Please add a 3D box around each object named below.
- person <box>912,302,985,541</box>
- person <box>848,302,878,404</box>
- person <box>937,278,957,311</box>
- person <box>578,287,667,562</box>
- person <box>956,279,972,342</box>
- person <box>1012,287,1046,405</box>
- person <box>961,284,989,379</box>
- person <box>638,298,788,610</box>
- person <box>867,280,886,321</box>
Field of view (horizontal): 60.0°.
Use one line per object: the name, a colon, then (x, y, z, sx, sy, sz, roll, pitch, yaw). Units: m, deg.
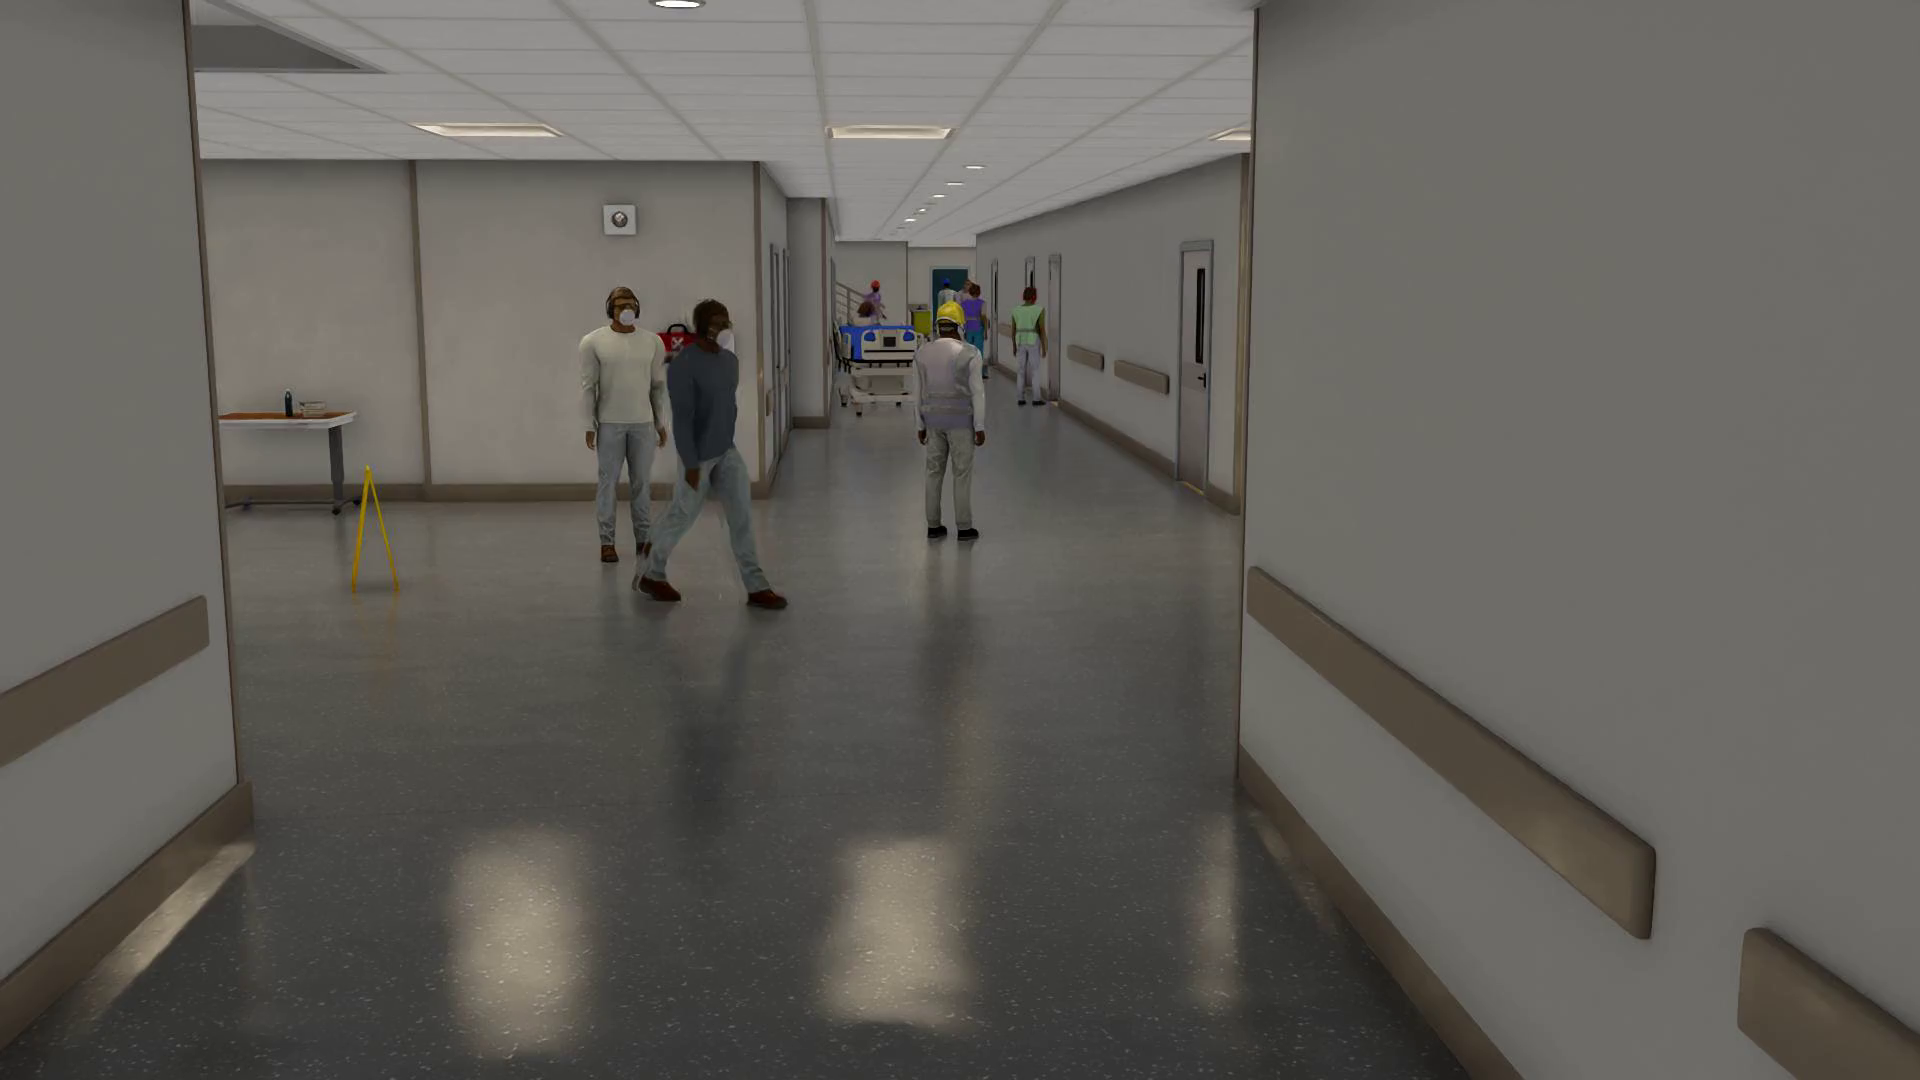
person: (-0.072, -0.903, 12.725, 0.590, 1.824, 0.403, 4, 10, 26)
person: (-1.511, -2.933, 26.118, 0.524, 1.619, 0.481, 1, 9, 9)
person: (-0.360, -6.200, 45.608, 0.603, 1.938, 0.402, -5, 10, -30)
person: (-2.373, -0.816, 11.804, 0.630, 1.940, 0.372, -5, 10, -29)
person: (0.205, -5.978, 44.304, 0.636, 1.911, 0.404, -6, 11, -34)
person: (1.070, -3.018, 25.919, 0.570, 1.843, 0.372, 5, 10, 27)
person: (0.284, -4.074, 32.543, 0.564, 1.848, 0.390, 6, 11, 31)
person: (-1.572, -0.521, 10.130, 1.029, 1.893, 0.645, 5, 10, 30)
person: (-2.439, -6.362, 46.791, 1.001, 1.890, 0.548, 4, 10, 22)
